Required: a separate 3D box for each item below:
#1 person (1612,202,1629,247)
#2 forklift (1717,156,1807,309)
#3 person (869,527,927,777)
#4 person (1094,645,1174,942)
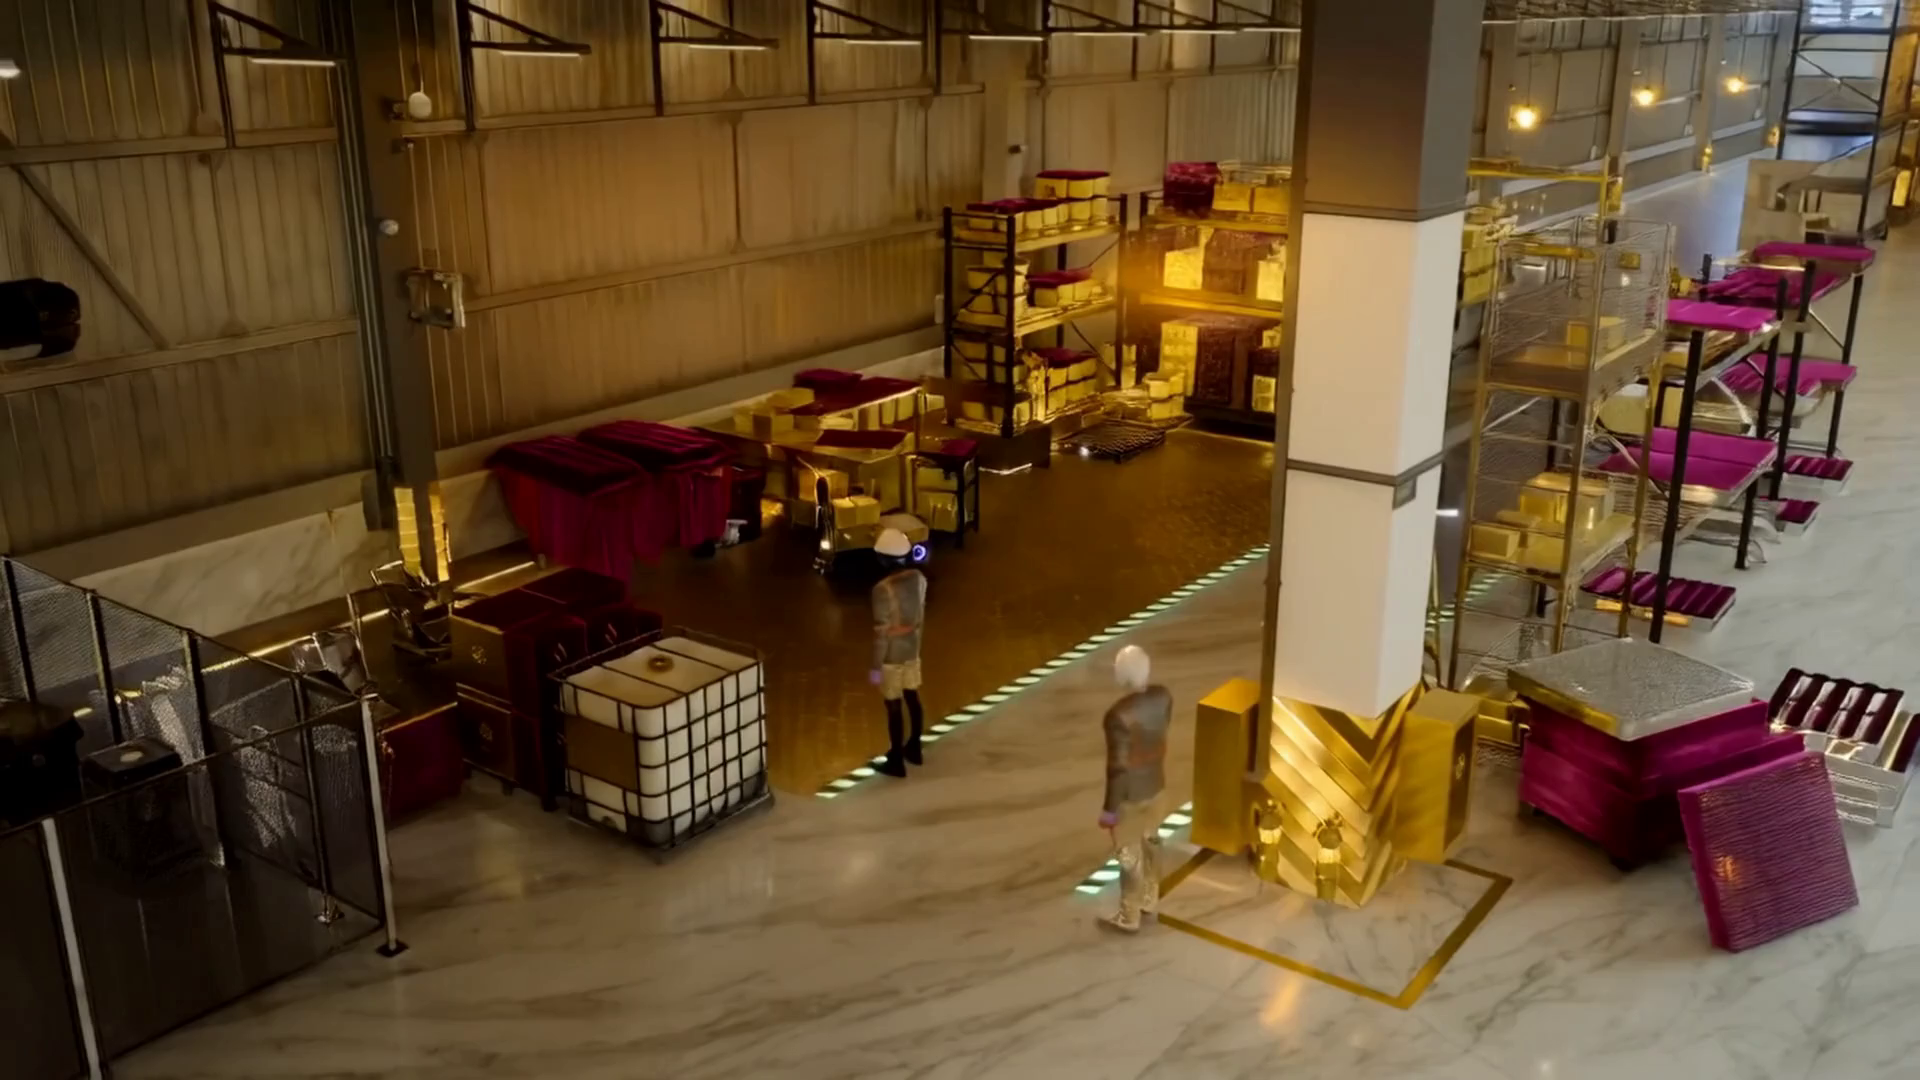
[{"bbox_3d":[12.613,-5.516,31.995,0.377,1.940,0.628,14,23,36],"label":"person"},{"bbox_3d":[15.175,-5.770,31.278,1.129,2.768,1.873,13,22,34],"label":"forklift"},{"bbox_3d":[-0.493,0.841,12.536,0.372,1.939,0.544,14,23,36],"label":"person"},{"bbox_3d":[1.069,1.564,10.328,0.377,1.936,0.628,14,23,36],"label":"person"}]
